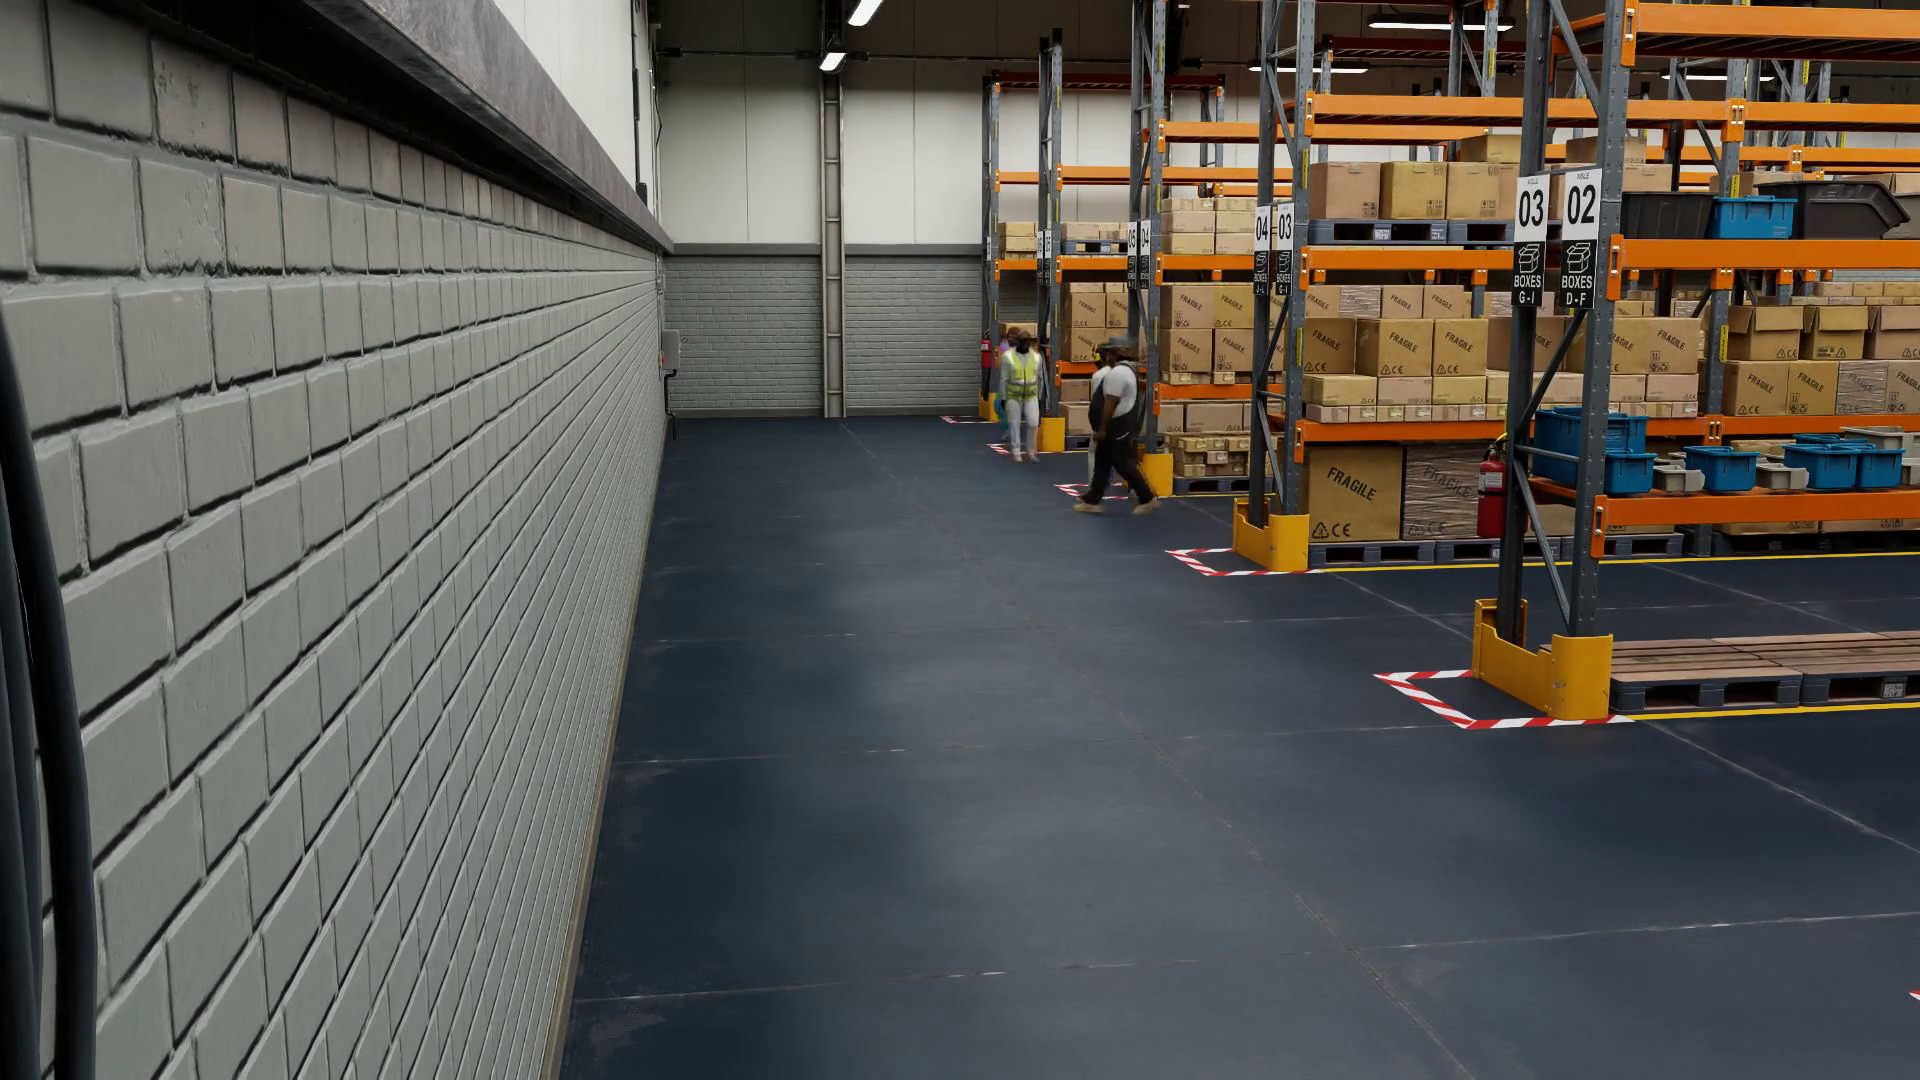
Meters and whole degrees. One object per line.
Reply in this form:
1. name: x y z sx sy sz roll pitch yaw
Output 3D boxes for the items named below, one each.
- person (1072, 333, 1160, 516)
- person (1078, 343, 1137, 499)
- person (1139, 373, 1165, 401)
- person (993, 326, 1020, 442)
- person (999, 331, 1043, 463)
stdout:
1. person: 1.714 -1.283 18.061 0.920 2.000 0.692 2 9 11
2. person: 1.736 -1.347 19.124 0.674 1.832 0.528 9 13 44
3. person: 3.249 -2.811 27.781 1.009 1.936 0.646 -1 9 -4
4. person: 0.772 -2.399 25.674 0.447 1.798 0.661 -9 13 -44
5. person: 0.855 -1.952 22.847 0.644 1.820 0.623 -2 9 -10
